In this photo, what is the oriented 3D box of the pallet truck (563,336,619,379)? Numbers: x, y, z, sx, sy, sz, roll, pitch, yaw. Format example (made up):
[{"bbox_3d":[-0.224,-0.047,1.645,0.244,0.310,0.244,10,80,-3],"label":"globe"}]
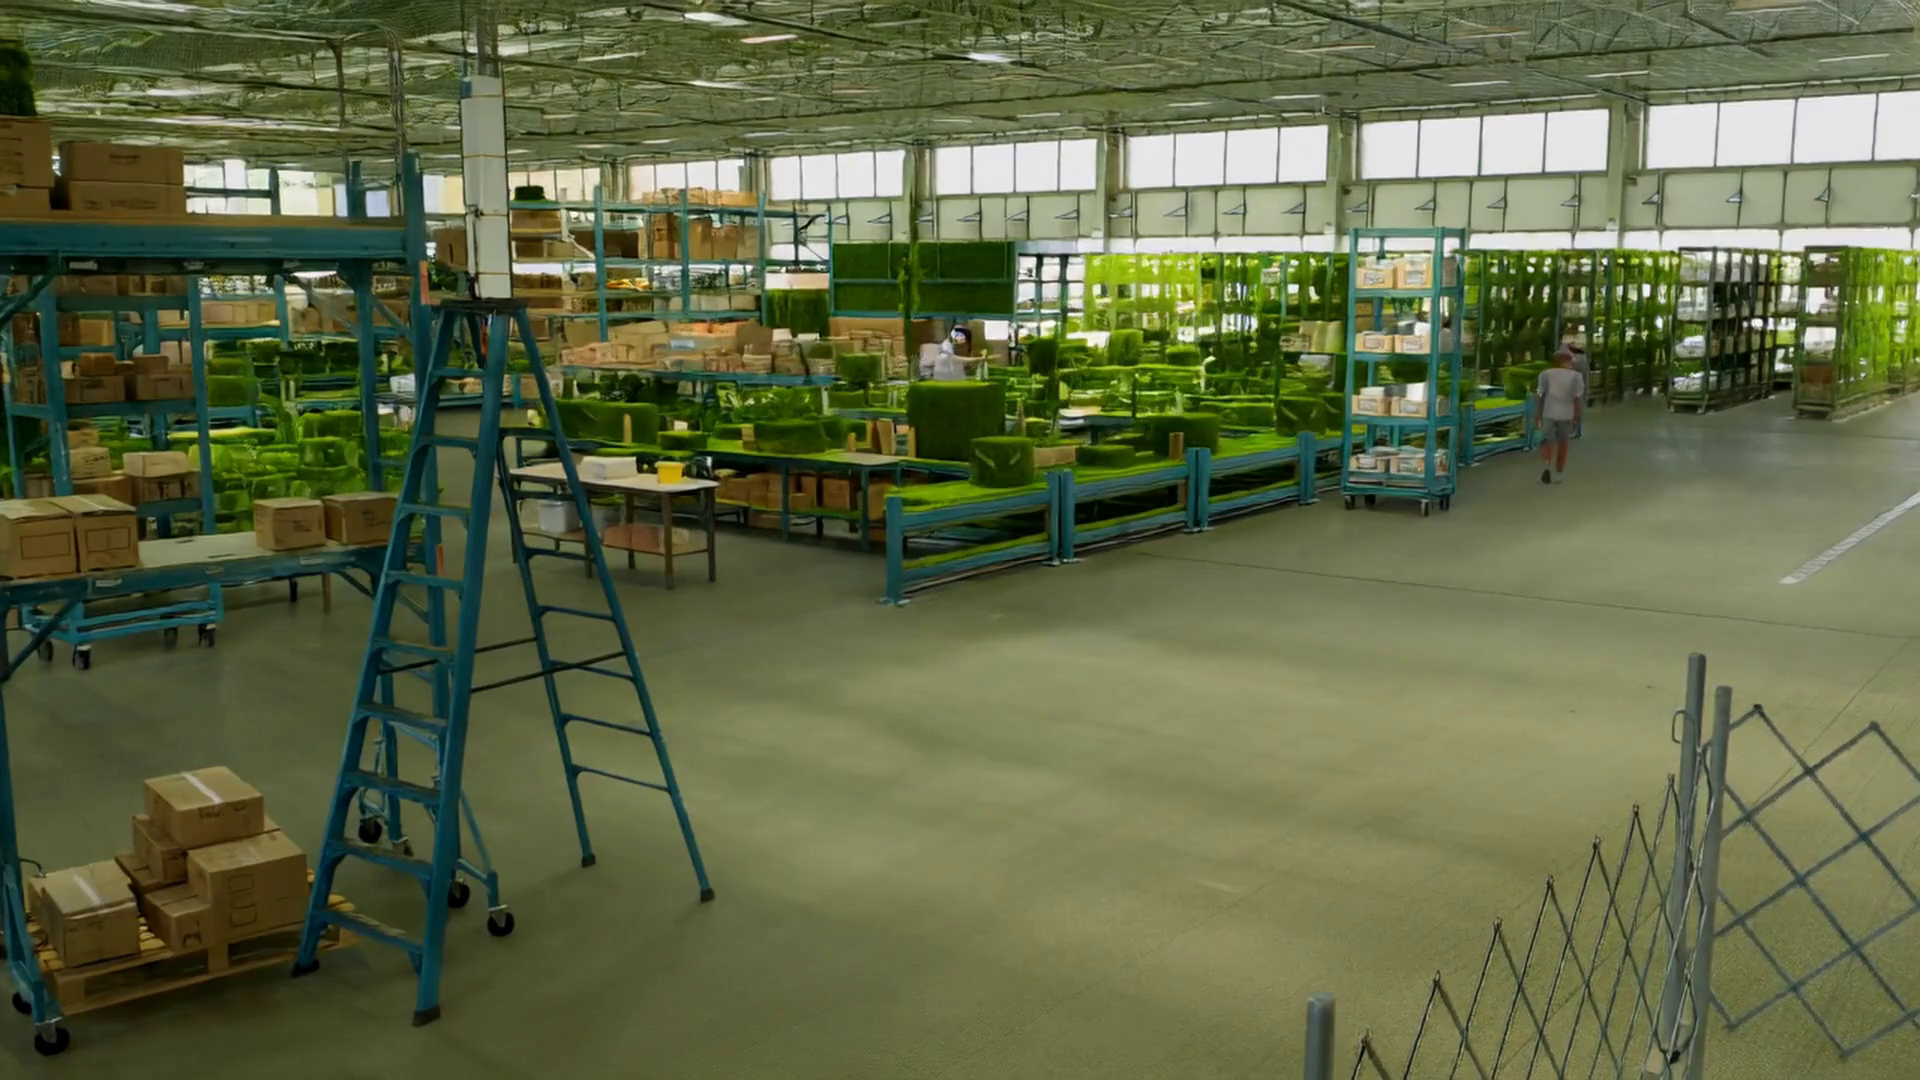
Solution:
[{"bbox_3d":[-10.690,-5.294,48.215,1.601,1.201,0.680,-5,10,-26],"label":"pallet truck"}]

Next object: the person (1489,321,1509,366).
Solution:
[{"bbox_3d":[14.416,-4.981,44.551,0.624,1.782,0.592,0,9,-2],"label":"person"}]

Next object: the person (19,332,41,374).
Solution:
[{"bbox_3d":[-22.321,-4.171,39.942,0.501,1.633,0.286,2,9,13],"label":"person"}]

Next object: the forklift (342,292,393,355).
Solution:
[{"bbox_3d":[-16.485,-5.622,45.120,1.129,2.768,1.873,7,11,37],"label":"forklift"}]

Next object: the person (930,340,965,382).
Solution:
[{"bbox_3d":[-0.207,-2.507,28.755,0.643,1.897,0.400,4,10,26],"label":"person"}]

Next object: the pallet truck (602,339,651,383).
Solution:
[{"bbox_3d":[-8.991,-4.871,45.351,0.653,1.274,1.630,7,11,37],"label":"pallet truck"}]

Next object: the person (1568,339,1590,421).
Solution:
[{"bbox_3d":[12.172,-3.106,32.935,0.536,1.742,0.530,-4,10,-22],"label":"person"}]

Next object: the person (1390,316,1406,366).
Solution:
[{"bbox_3d":[12.564,-5.584,47.693,0.486,1.974,0.619,4,10,22],"label":"person"}]

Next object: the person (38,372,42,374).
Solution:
[{"bbox_3d":[-25.980,-5.439,47.093,0.648,1.880,0.782,8,12,42],"label":"person"}]

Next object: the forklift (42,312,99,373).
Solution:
[{"bbox_3d":[-23.779,-5.451,44.052,1.873,2.768,1.129,7,11,36],"label":"forklift"}]

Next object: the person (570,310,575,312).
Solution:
[{"bbox_3d":[-16.979,-9.481,72.494,0.611,1.821,0.490,5,11,30],"label":"person"}]

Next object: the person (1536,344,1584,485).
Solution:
[{"bbox_3d":[8.635,-1.798,23.919,0.626,2.024,0.461,5,11,31],"label":"person"}]
